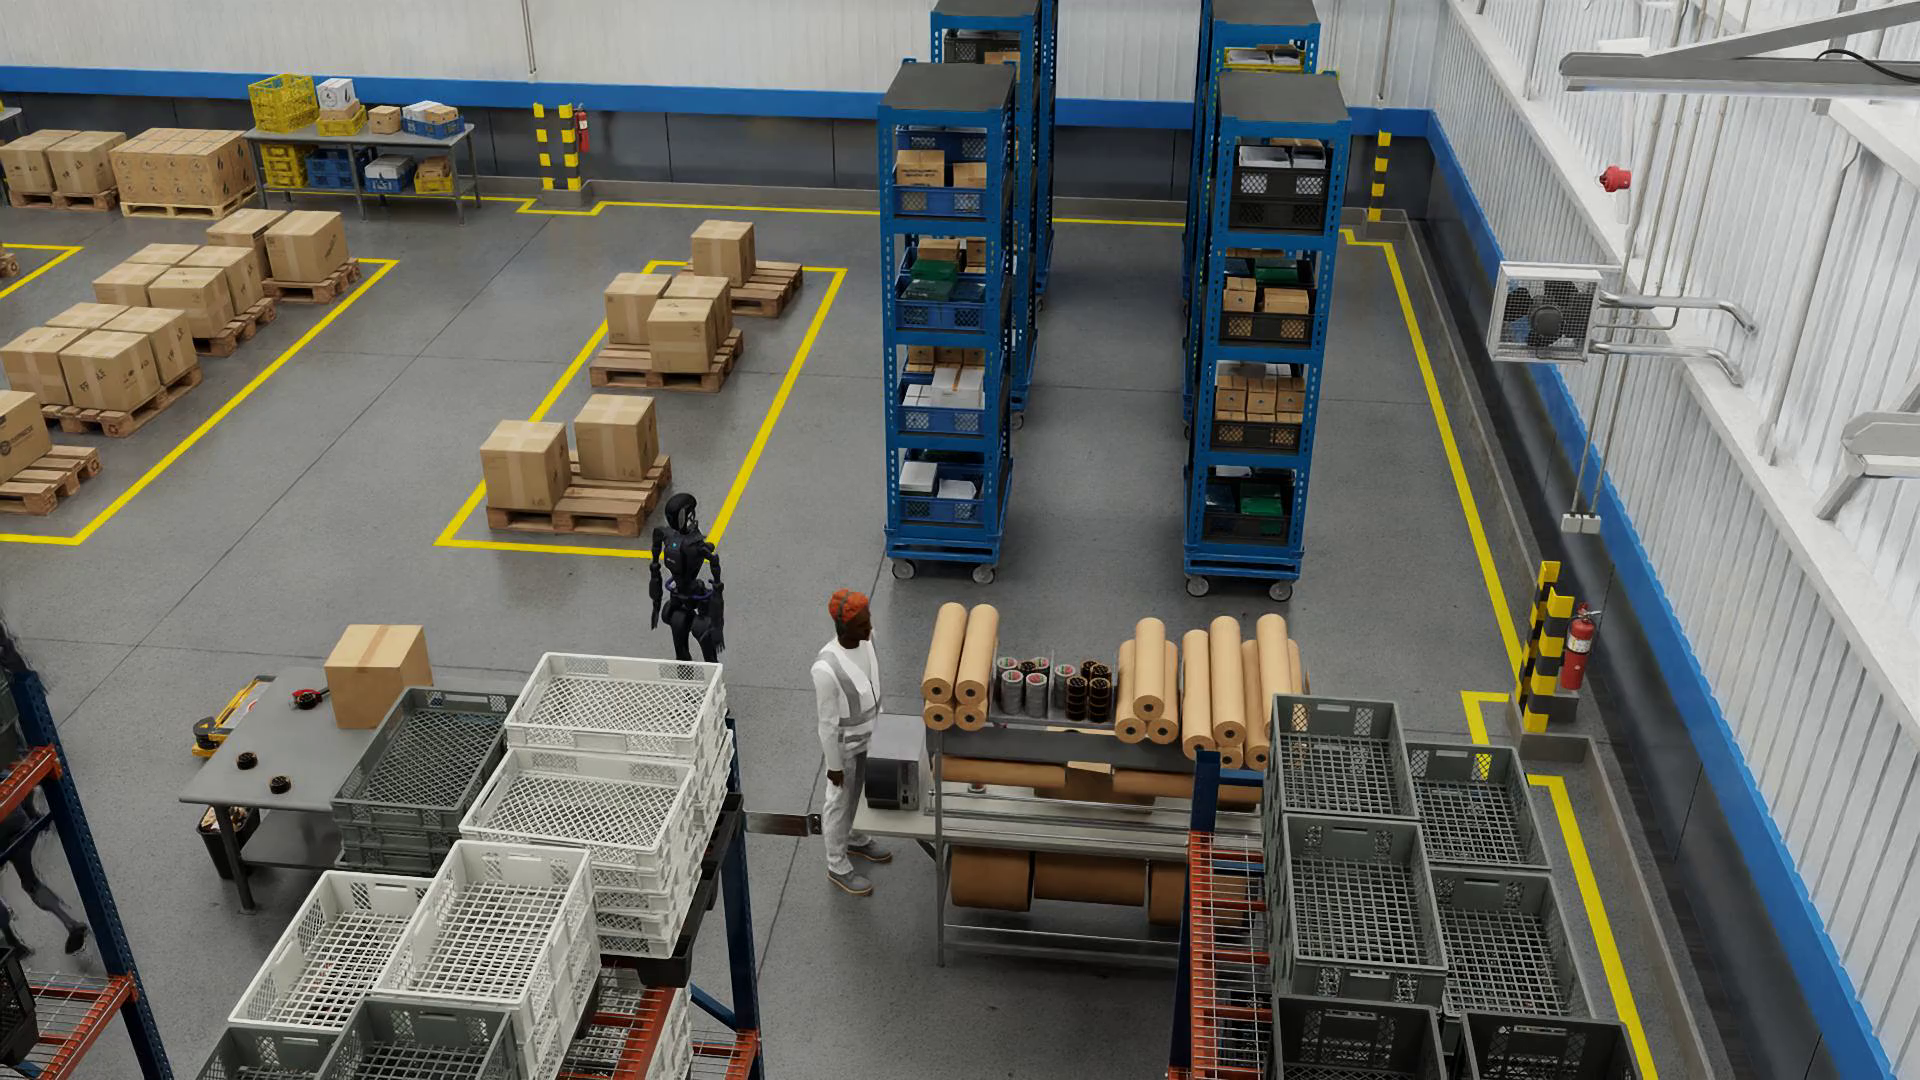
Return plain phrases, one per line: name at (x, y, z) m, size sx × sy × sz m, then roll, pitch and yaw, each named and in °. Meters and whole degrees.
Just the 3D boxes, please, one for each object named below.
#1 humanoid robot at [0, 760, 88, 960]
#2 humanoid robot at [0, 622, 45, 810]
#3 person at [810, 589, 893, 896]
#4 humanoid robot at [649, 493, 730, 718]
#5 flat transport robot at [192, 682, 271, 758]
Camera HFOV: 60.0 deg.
humanoid robot at (-4.995, 1.550, 8.628) m, size 0.541 × 1.647 × 0.618 m, roll 15°, pitch 34°, yaw 24°
humanoid robot at (-5.815, 0.845, 9.832) m, size 0.574 × 1.635 × 0.632 m, roll 5°, pitch 31°, yaw 8°
person at (-0.594, 1.095, 9.189) m, size 0.354 × 1.883 × 0.572 m, roll 12°, pitch 32°, yaw 19°
humanoid robot at (-1.707, 0.449, 10.489) m, size 0.589 × 1.657 × 0.327 m, roll 15°, pitch 34°, yaw 24°
flat transport robot at (-4.089, 1.163, 10.648) m, size 1.431 × 0.197 × 0.652 m, roll 3°, pitch 30°, yaw 6°
